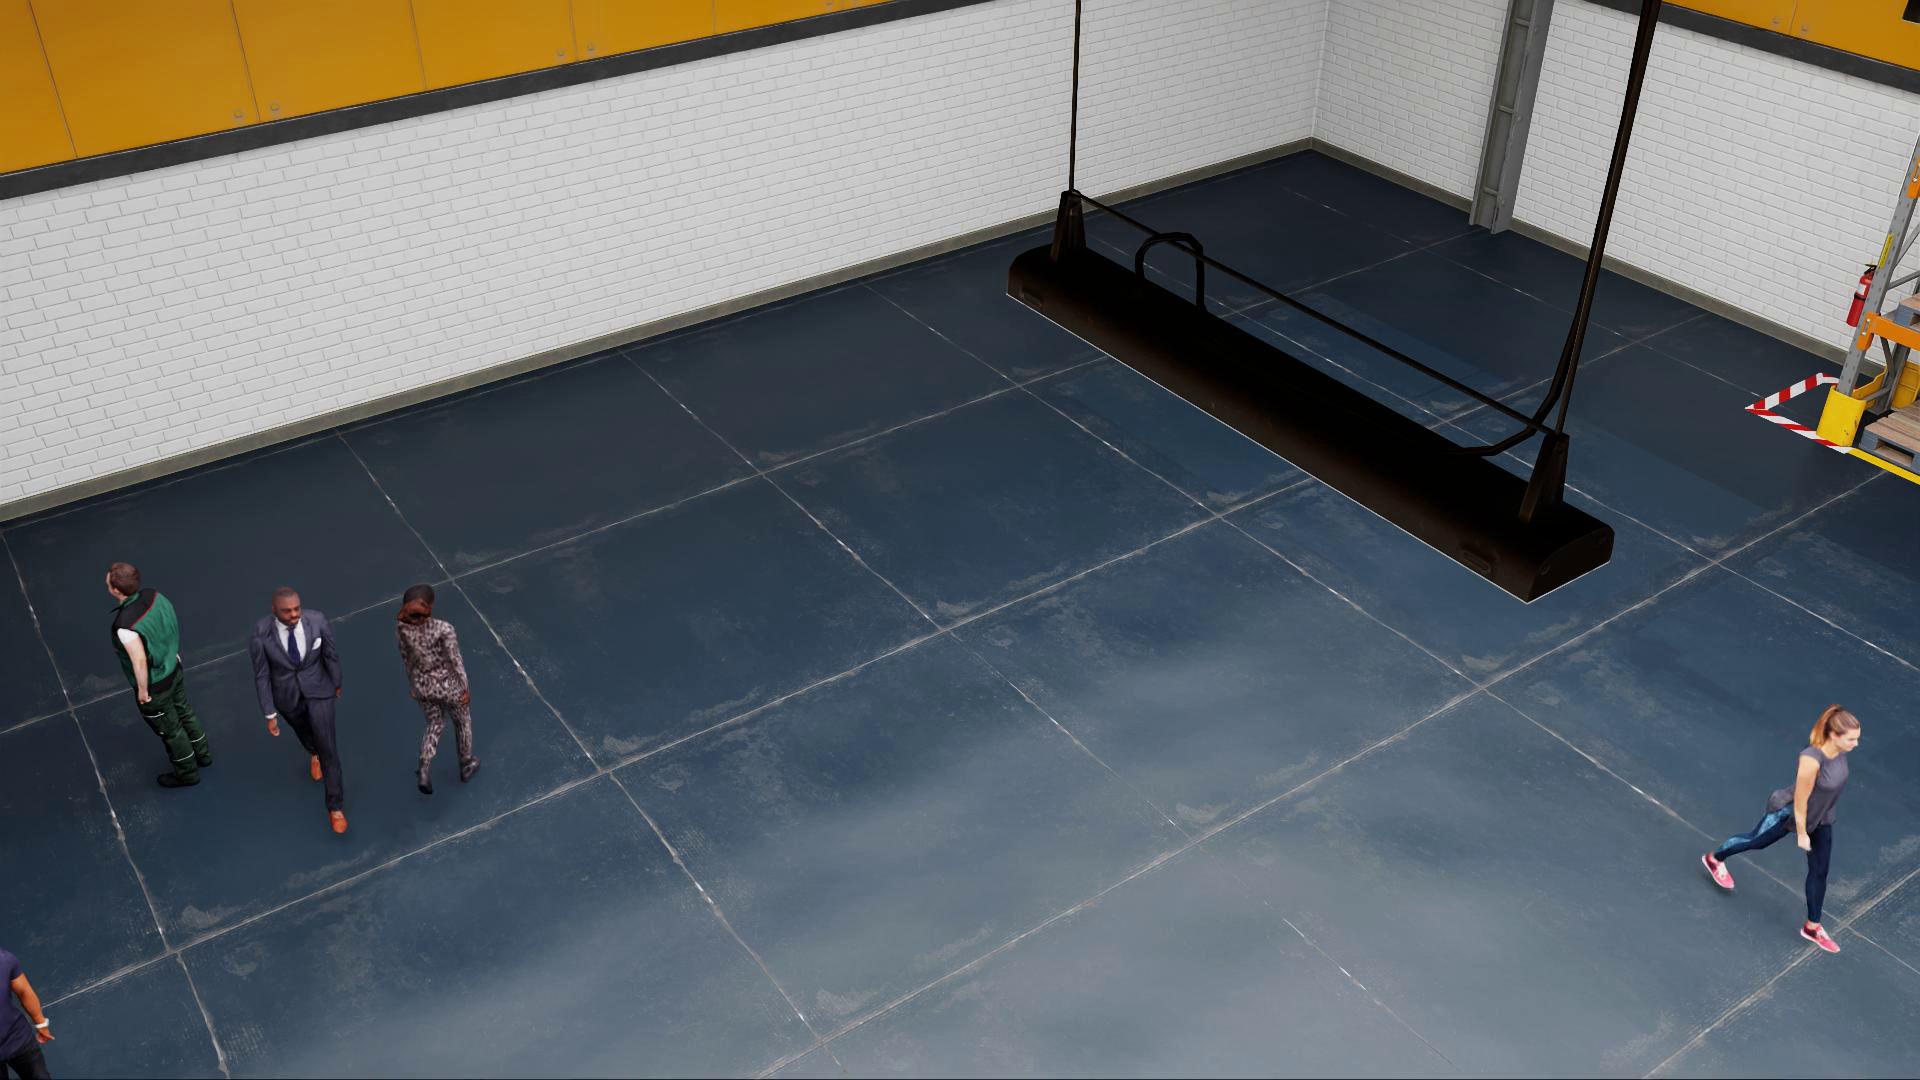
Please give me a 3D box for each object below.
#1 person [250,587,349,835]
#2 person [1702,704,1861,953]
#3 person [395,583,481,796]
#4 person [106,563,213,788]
[{"bbox_3d":[-4.528,1.039,11.429,0.922,1.772,1.313,-11,35,-16],"label":"person"},{"bbox_3d":[5.205,1.717,10.499,0.667,1.672,1.235,-17,37,-24],"label":"person"},{"bbox_3d":[-3.624,1.072,11.443,0.902,1.701,0.953,7,34,10],"label":"person"},{"bbox_3d":[-5.587,0.926,11.536,0.789,1.842,0.707,2,34,3],"label":"person"}]
